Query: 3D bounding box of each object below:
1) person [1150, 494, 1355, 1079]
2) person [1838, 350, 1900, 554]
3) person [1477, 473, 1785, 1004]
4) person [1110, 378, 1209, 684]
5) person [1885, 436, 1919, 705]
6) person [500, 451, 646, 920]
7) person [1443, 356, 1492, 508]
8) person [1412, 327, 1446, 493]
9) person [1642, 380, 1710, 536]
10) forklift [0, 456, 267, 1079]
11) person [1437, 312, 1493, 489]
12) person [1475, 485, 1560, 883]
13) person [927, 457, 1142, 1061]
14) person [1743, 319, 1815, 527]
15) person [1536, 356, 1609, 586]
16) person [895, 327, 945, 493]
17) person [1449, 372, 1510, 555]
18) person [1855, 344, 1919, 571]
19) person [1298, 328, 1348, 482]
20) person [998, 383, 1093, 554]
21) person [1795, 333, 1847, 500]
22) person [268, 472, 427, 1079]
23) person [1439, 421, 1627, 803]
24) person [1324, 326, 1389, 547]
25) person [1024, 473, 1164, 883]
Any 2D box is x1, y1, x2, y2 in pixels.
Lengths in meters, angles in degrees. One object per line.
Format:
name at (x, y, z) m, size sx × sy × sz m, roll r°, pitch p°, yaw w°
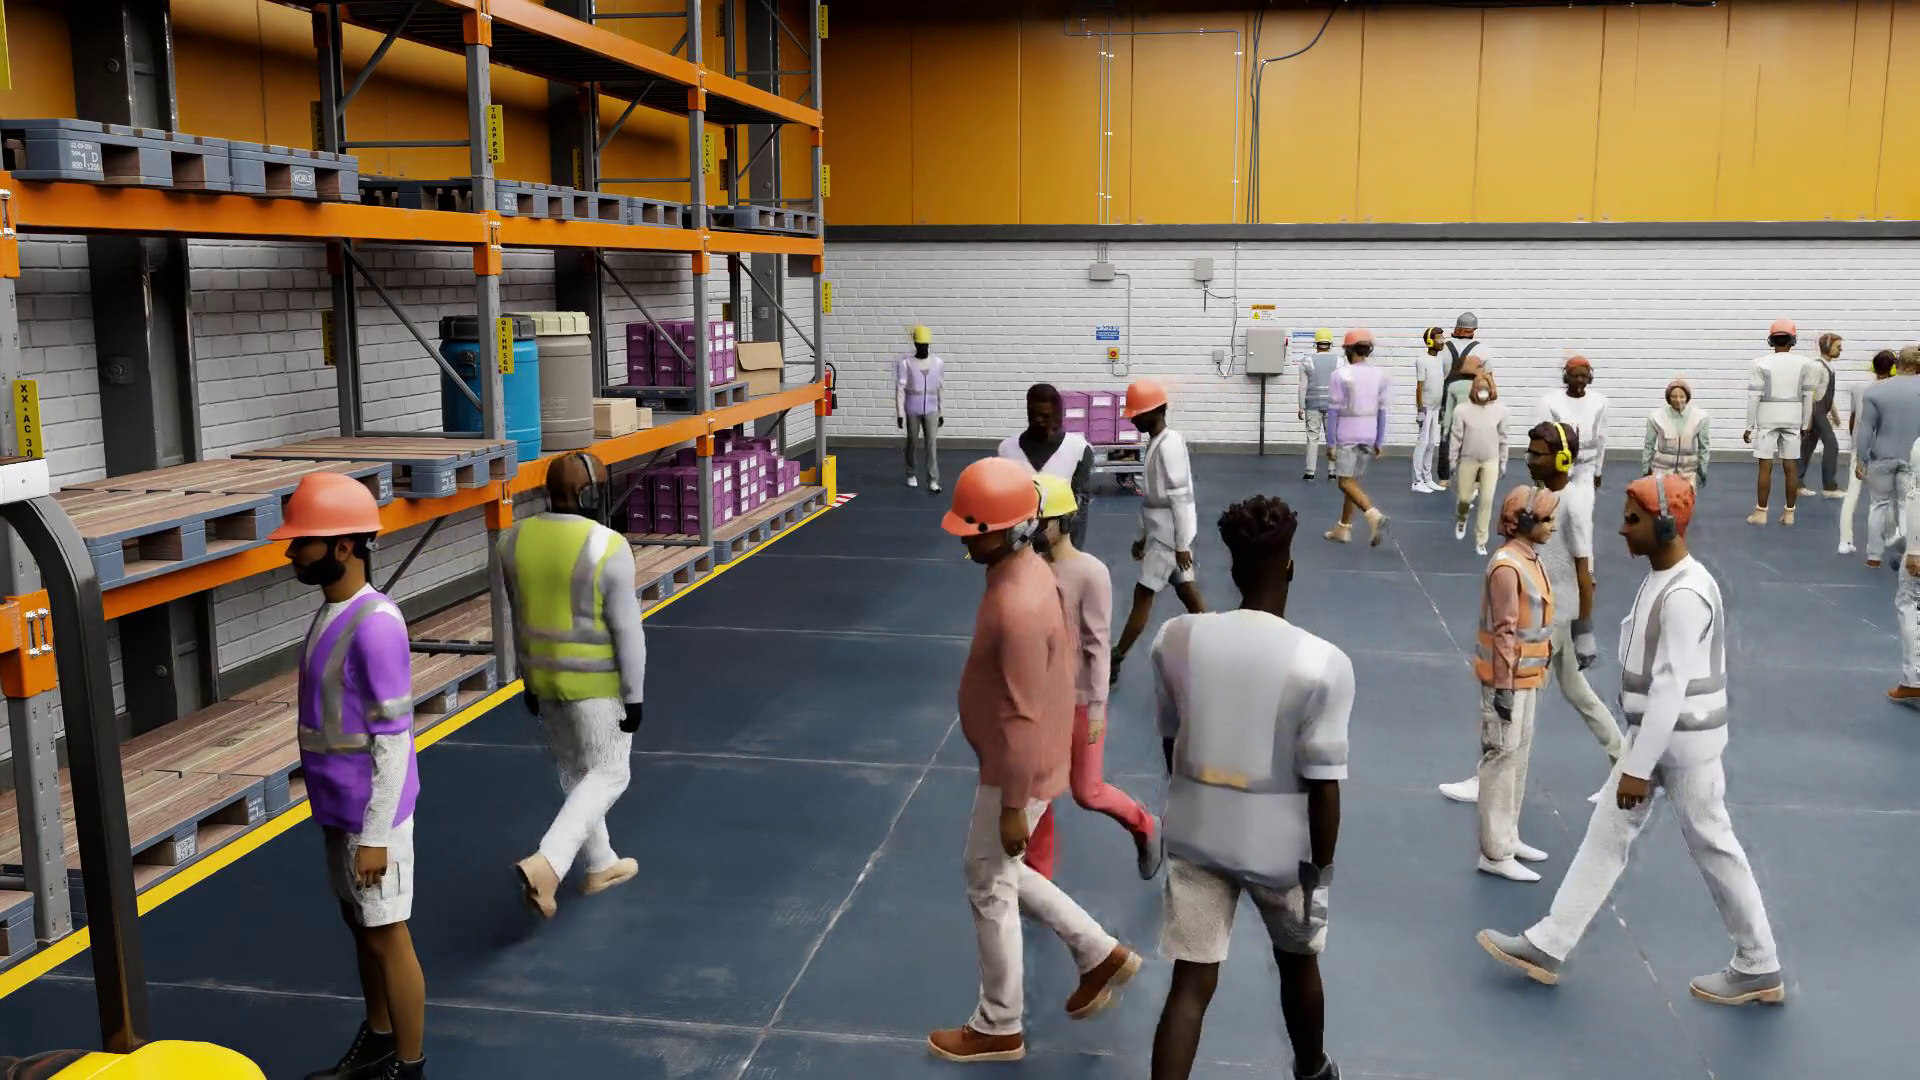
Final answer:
person at (0.787, 0.827, 4.615) m, size 0.592 × 1.909 × 0.997 m, roll 5°, pitch 10°, yaw 27°
person at (8.184, -0.788, 14.871) m, size 1.019 × 1.796 × 0.496 m, roll -8°, pitch 12°, yaw -39°
person at (2.371, 0.687, 5.675) m, size 1.026 × 1.830 × 0.599 m, roll 2°, pitch 9°, yaw 9°
person at (1.180, -0.033, 9.983) m, size 0.981 × 1.861 × 0.558 m, roll 0°, pitch 9°, yaw 3°
person at (5.635, 0.021, 9.456) m, size 0.651 × 1.930 × 0.454 m, roll -1°, pitch 9°, yaw -4°
person at (-1.517, 0.566, 6.466) m, size 0.633 × 1.819 × 0.734 m, roll 5°, pitch 10°, yaw 28°
person at (5.465, -1.149, 17.701) m, size 0.754 × 1.601 × 0.530 m, roll -9°, pitch 13°, yaw -44°
person at (5.340, -1.474, 18.851) m, size 0.325 × 1.876 × 0.521 m, roll 9°, pitch 13°, yaw 42°
person at (6.115, -0.589, 14.263) m, size 0.524 × 1.594 × 0.618 m, roll 2°, pitch 10°, yaw 14°
forklift at (-2.328, 0.975, 2.765) m, size 2.313 × 2.155 × 1.214 m, roll 1°, pitch 9°, yaw 9°
person at (5.794, -1.608, 19.162) m, size 0.684 × 2.000 × 0.535 m, roll 5°, pitch 11°, yaw 30°
person at (2.310, 0.584, 6.901) m, size 0.339 × 1.631 × 0.519 m, roll 5°, pitch 11°, yaw 30°
person at (0.222, 0.703, 5.174) m, size 0.590 × 1.953 × 0.641 m, roll 1°, pitch 9°, yaw 4°
person at (8.011, -1.143, 16.311) m, size 0.605 × 2.038 × 0.394 m, roll 2°, pitch 9°, yaw 9°
person at (4.922, -0.573, 13.474) m, size 0.602 × 1.828 × 1.003 m, roll 1°, pitch 9°, yaw 5°
person at (-0.454, -1.498, 19.019) m, size 0.610 × 1.878 × 1.006 m, roll -3°, pitch 10°, yaw -16°
person at (4.625, -0.698, 14.849) m, size 0.507 × 1.614 × 0.583 m, roll 2°, pitch 9°, yaw 12°
person at (7.723, -0.651, 13.673) m, size 0.653 × 1.916 × 0.752 m, roll 4°, pitch 10°, yaw 24°
person at (4.294, -1.596, 19.728) m, size 0.588 × 1.833 × 0.404 m, roll 0°, pitch 9°, yaw 0°
person at (0.509, 0.001, 9.791) m, size 0.592 × 1.884 × 0.842 m, roll 3°, pitch 10°, yaw 18°
person at (9.545, -1.353, 18.257) m, size 0.771 × 1.815 × 0.521 m, roll 6°, pitch 11°, yaw 31°
person at (-1.769, 0.765, 4.843) m, size 0.362 × 1.939 × 0.542 m, roll -6°, pitch 11°, yaw -33°
person at (2.811, 0.356, 7.758) m, size 0.957 × 1.827 × 0.570 m, roll 1°, pitch 9°, yaw 5°
person at (3.626, -0.922, 15.041) m, size 0.613 × 2.013 × 0.871 m, roll -4°, pitch 10°, yaw -22°
person at (0.472, 0.594, 6.506) m, size 0.687 × 1.738 × 0.547 m, roll -8°, pitch 12°, yaw -40°
